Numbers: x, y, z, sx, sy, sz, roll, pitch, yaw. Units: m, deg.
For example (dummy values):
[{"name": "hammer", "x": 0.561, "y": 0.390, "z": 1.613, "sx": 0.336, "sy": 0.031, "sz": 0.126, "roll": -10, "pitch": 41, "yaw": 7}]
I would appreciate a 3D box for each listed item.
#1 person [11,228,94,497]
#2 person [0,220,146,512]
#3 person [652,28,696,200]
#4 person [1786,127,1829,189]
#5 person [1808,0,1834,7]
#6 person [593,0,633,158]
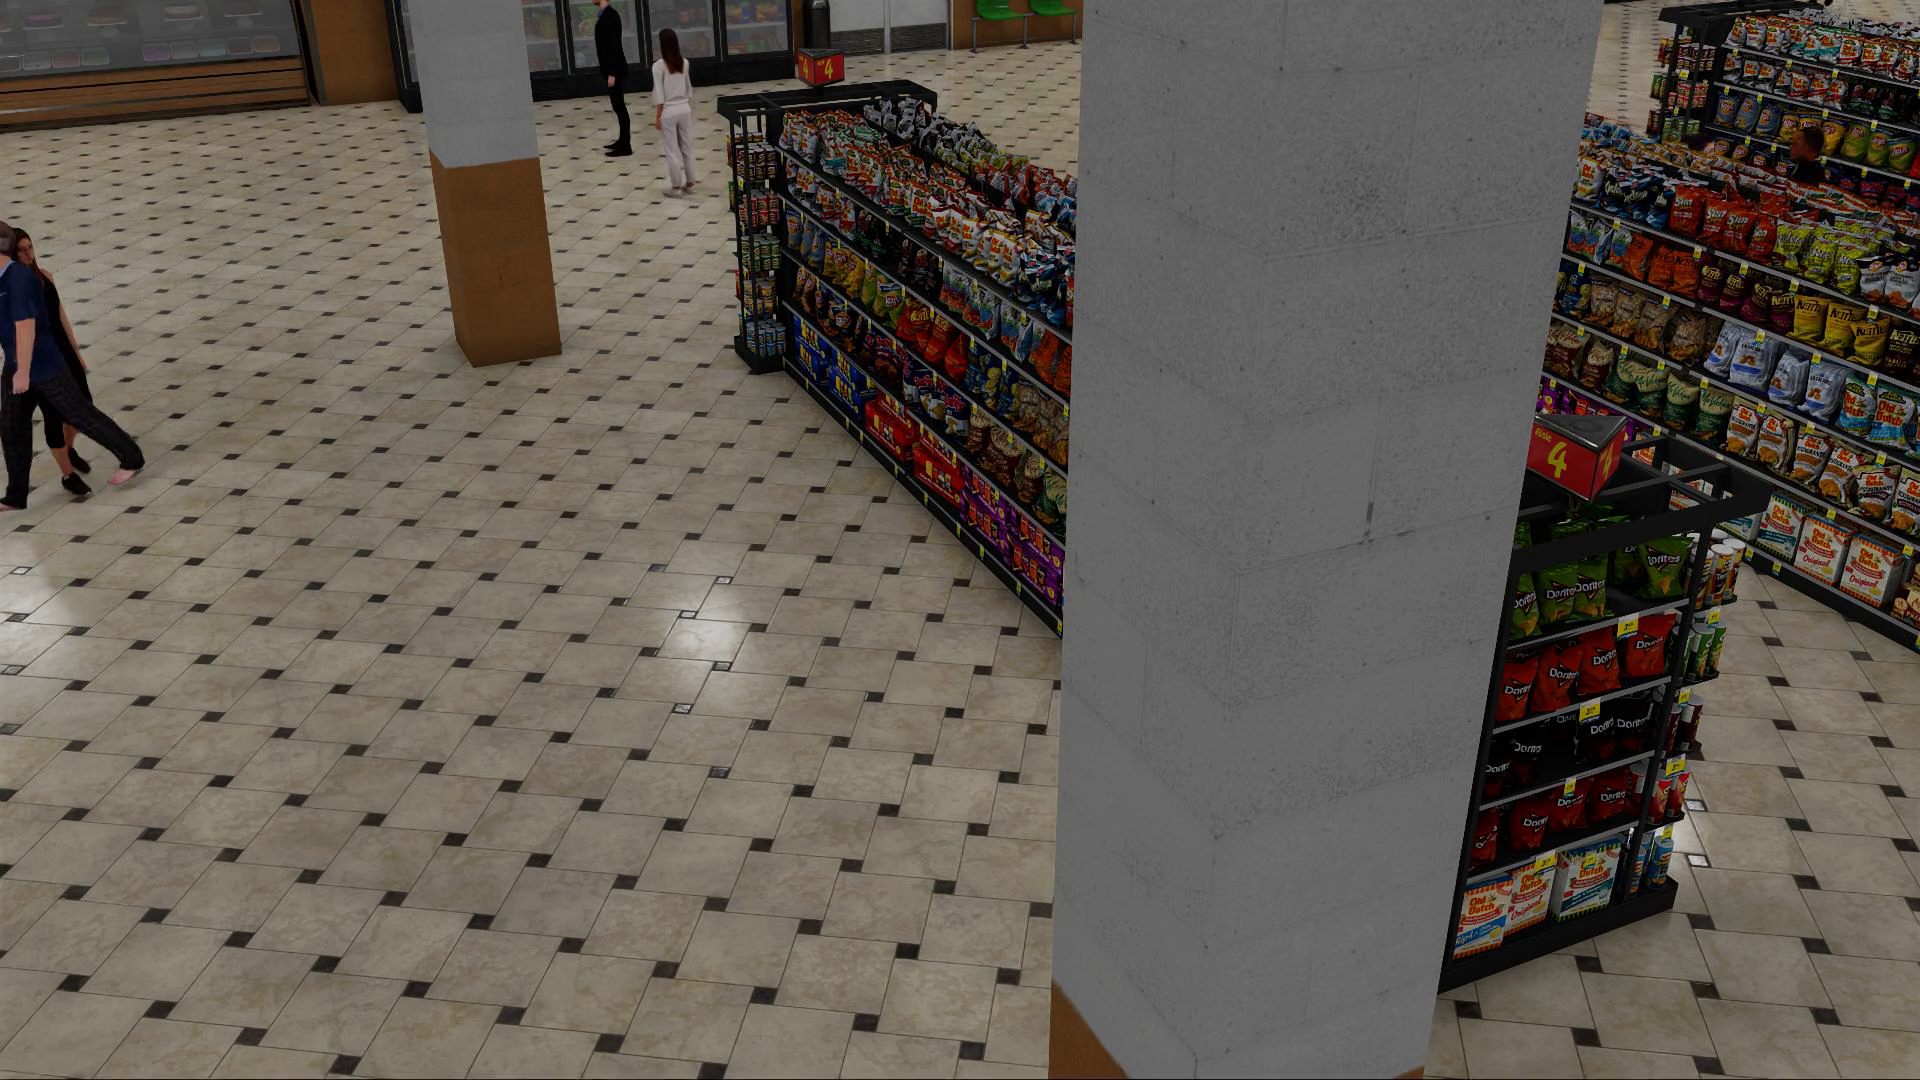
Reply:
[{"name": "person", "x": -5.850, "y": -1.157, "z": 10.619, "sx": 0.893, "sy": 1.719, "sz": 0.818, "roll": 13, "pitch": 30, "yaw": 24}, {"name": "person", "x": -5.663, "y": -1.085, "z": 10.381, "sx": 1.285, "sy": 1.807, "sz": 1.166, "roll": 17, "pitch": 32, "yaw": 30}, {"name": "person", "x": -2.912, "y": -4.347, "z": 16.945, "sx": 0.649, "sy": 1.688, "sz": 0.672, "roll": 23, "pitch": 35, "yaw": 38}, {"name": "person", "x": 6.205, "y": -2.064, "z": 12.225, "sx": 1.043, "sy": 1.884, "sz": 0.979, "roll": 10, "pitch": 28, "yaw": 18}, {"name": "person", "x": 14.234, "y": -9.614, "z": 27.197, "sx": 0.847, "sy": 1.809, "sz": 0.976, "roll": -2, "pitch": 27, "yaw": -4}, {"name": "person", "x": -3.857, "y": -5.244, "z": 18.490, "sx": 0.806, "sy": 1.890, "sz": 0.606, "roll": -6, "pitch": 27, "yaw": -11}]
